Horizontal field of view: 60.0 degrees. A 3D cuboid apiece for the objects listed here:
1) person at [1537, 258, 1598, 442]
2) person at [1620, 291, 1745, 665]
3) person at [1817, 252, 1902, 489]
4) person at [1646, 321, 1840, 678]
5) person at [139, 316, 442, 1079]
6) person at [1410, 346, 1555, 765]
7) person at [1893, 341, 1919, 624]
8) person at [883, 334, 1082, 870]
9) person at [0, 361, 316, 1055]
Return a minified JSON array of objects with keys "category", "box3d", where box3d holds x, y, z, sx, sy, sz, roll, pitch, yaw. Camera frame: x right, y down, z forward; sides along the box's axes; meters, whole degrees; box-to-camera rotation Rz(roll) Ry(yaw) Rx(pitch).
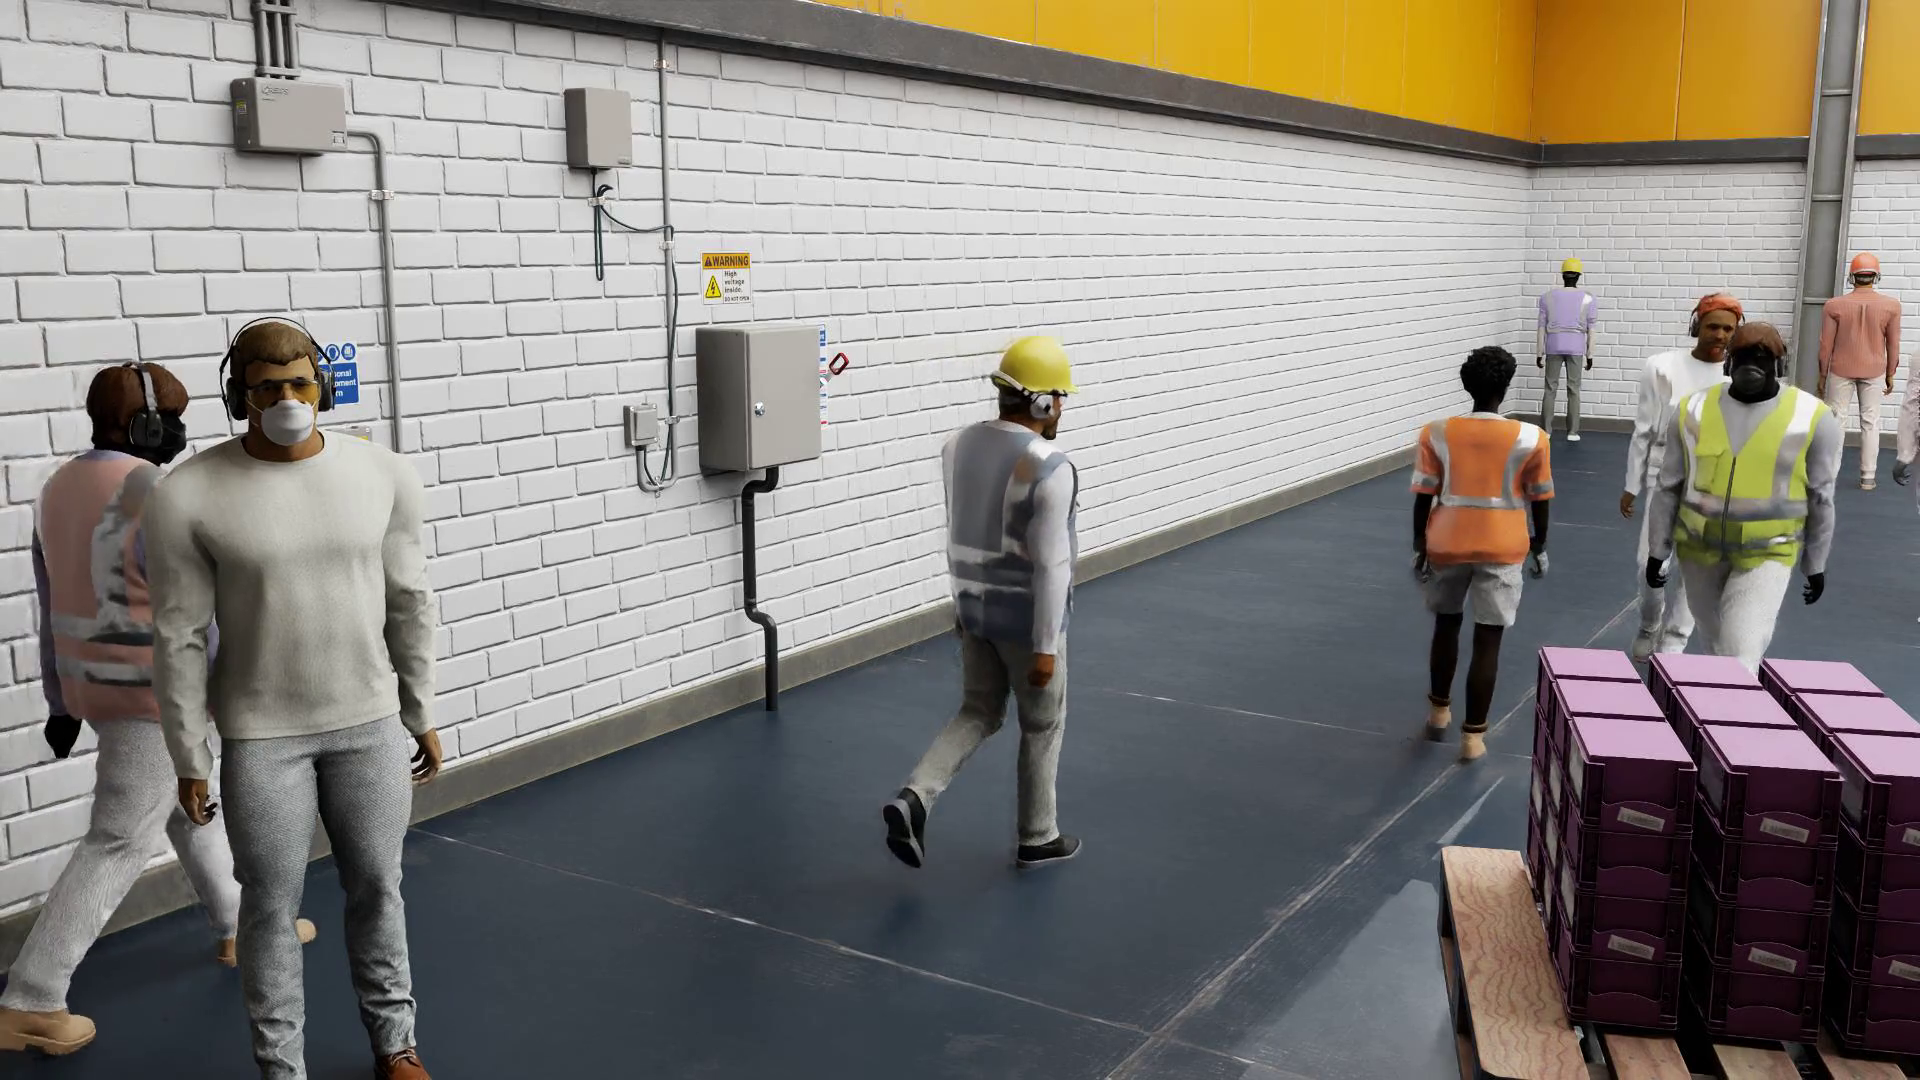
[{"category":"person","box3d":[6.343,-1.987,17.421,0.581,1.918,0.390,3,11,19]},{"category":"person","box3d":[3.466,-0.243,7.888,0.607,1.867,0.422,4,11,20]},{"category":"person","box3d":[7.582,-1.421,14.061,0.612,1.997,0.376,4,11,20]},{"category":"person","box3d":[3.034,0.044,6.523,0.642,1.794,0.946,9,13,40]},{"category":"person","box3d":[-1.533,0.449,3.900,0.630,1.936,0.382,-7,12,-34]},{"category":"person","box3d":[2.144,0.045,6.832,0.546,1.670,0.681,5,11,27]},{"category":"person","box3d":[5.456,-0.456,9.045,0.638,1.883,0.444,9,13,40]},{"category":"person","box3d":[0.113,0.240,5.395,0.686,1.804,0.596,-9,14,-41]},{"category":"person","box3d":[-2.217,0.425,4.444,0.612,1.801,0.981,8,13,39]}]
